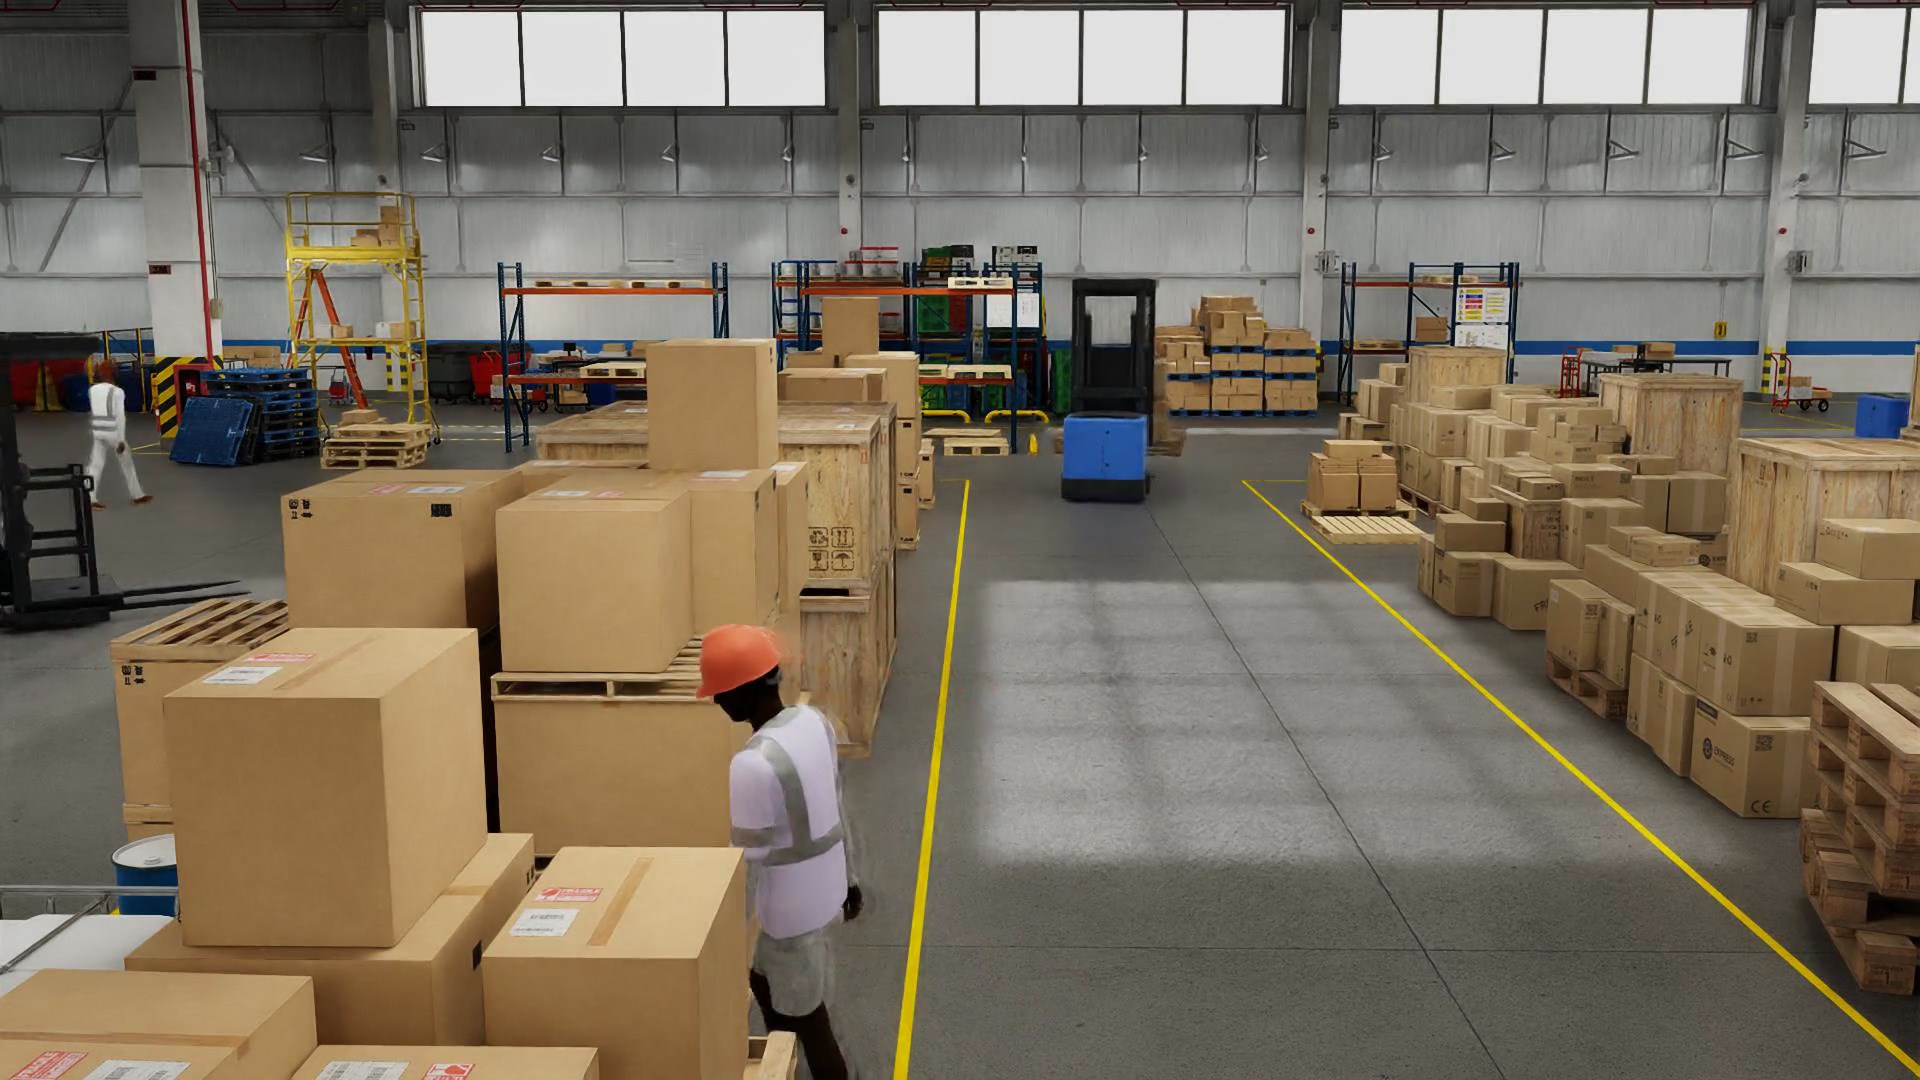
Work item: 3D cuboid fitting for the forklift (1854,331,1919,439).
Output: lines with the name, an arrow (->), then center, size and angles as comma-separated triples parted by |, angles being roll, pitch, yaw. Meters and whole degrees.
forklift -> 14.236, -2.425, 24.161 | 1.873, 2.768, 1.129 | 0, 9, 1

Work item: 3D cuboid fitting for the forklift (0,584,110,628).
forklift -> -8.207, -0.675, 13.677 | 1.873, 2.768, 1.129 | -6, 11, -32

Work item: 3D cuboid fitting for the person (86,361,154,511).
person -> -10.458, -1.281, 20.444 | 0.594, 1.836, 0.987 | 3, 10, 18

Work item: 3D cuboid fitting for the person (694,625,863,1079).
person -> -0.620, 1.189, 5.484 | 0.725, 1.884, 0.631 | 3, 10, 18

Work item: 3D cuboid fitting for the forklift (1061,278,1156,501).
forklift -> 1.952, -1.996, 21.591 | 1.129, 2.768, 1.873 | 2, 10, 10
